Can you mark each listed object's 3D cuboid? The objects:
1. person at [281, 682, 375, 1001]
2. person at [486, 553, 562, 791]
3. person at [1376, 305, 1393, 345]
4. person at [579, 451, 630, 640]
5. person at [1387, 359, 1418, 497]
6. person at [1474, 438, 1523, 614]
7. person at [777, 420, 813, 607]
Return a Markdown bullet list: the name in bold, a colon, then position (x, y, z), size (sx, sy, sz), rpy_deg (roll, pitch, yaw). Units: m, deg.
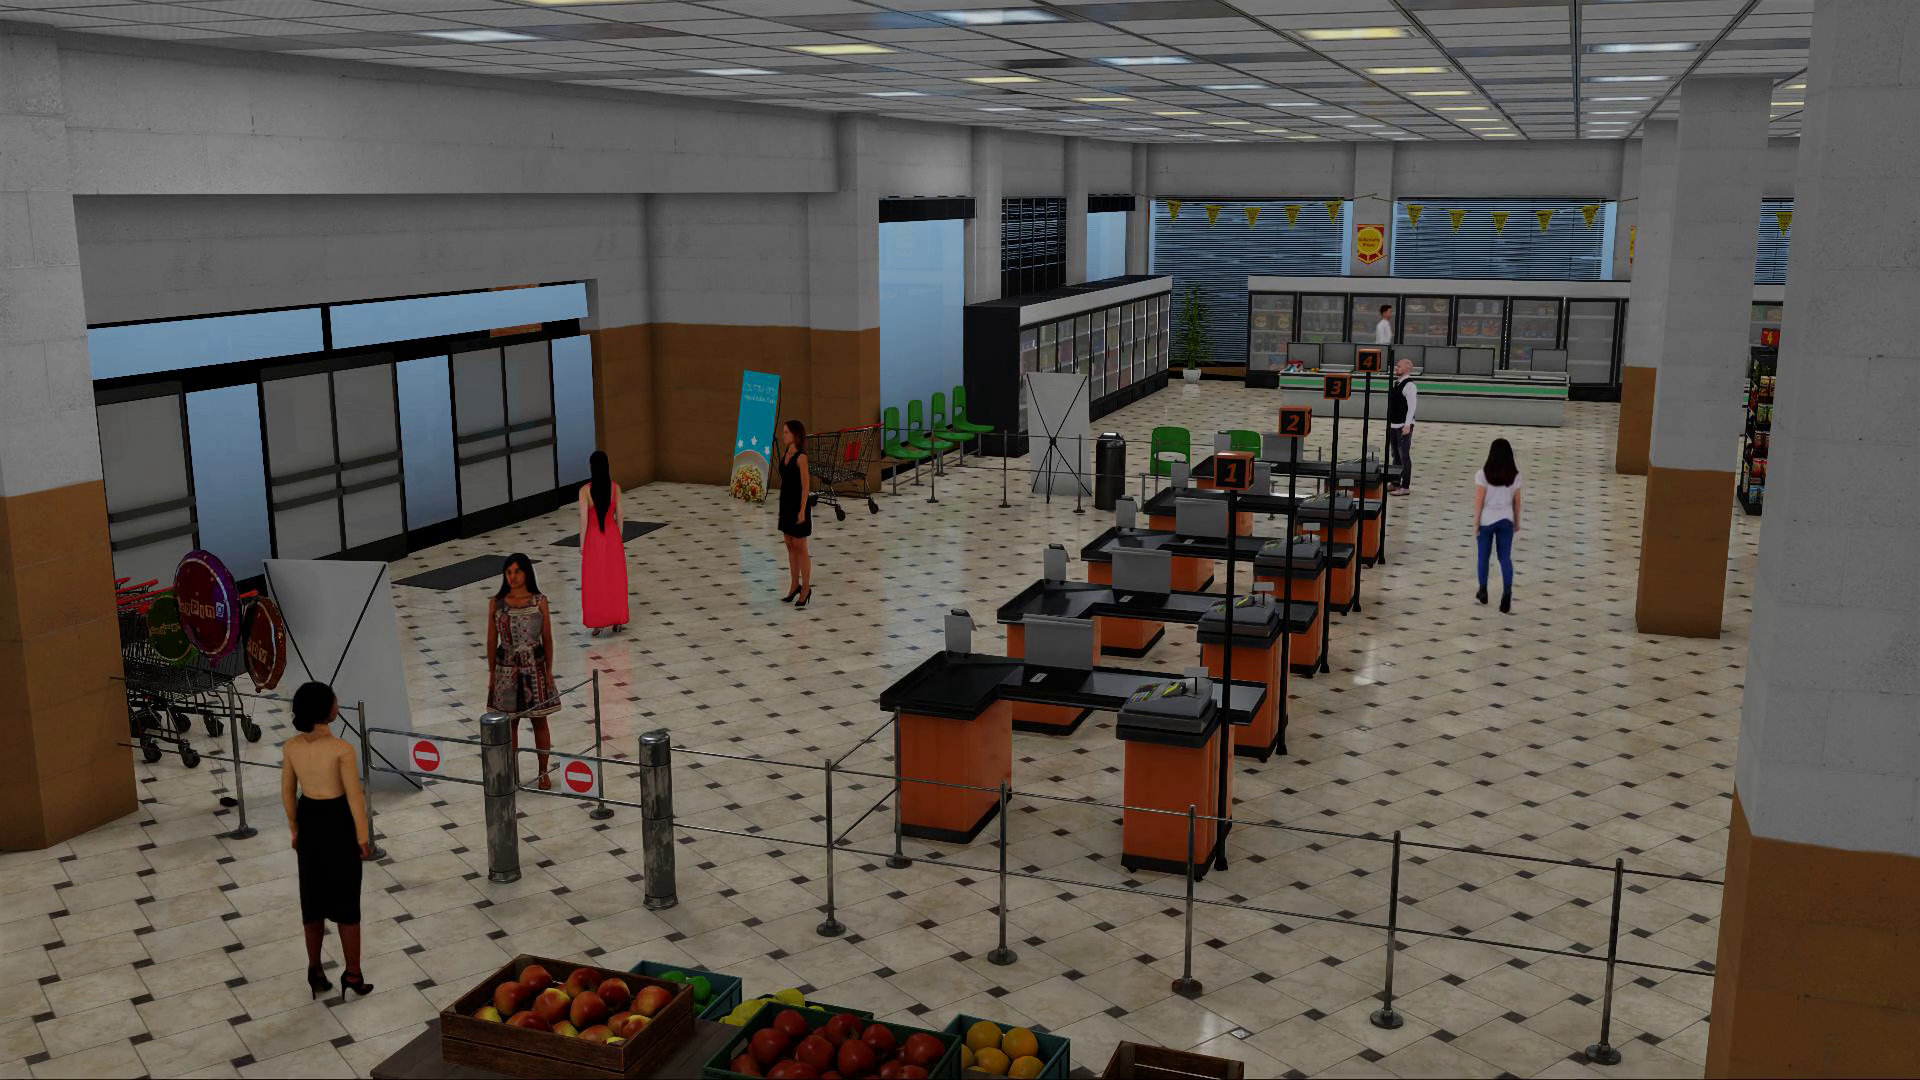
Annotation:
- **person**: position (-3.188, 1.509, 8.366), size (0.525, 1.654, 0.670), rpy_deg (2, 12, 11)
- **person**: position (-2.982, 0.889, 11.330), size (0.643, 1.645, 0.784), rpy_deg (-2, 12, -8)
- **person**: position (8.093, -3.631, 32.314), size (0.814, 1.844, 0.710), rpy_deg (6, 13, 28)
- **person**: position (-3.266, 0.035, 15.189), size (0.714, 1.726, 0.746), rpy_deg (-8, 14, -34)
- **person**: position (5.928, -1.521, 22.342), size (0.791, 1.824, 0.783), rpy_deg (-3, 12, -12)
- **person**: position (5.190, -0.106, 16.019), size (1.090, 1.661, 0.869), rpy_deg (1, 12, 5)
- **person**: position (-1.623, -0.265, 16.353), size (0.722, 1.835, 0.625), rpy_deg (-9, 15, -36)
